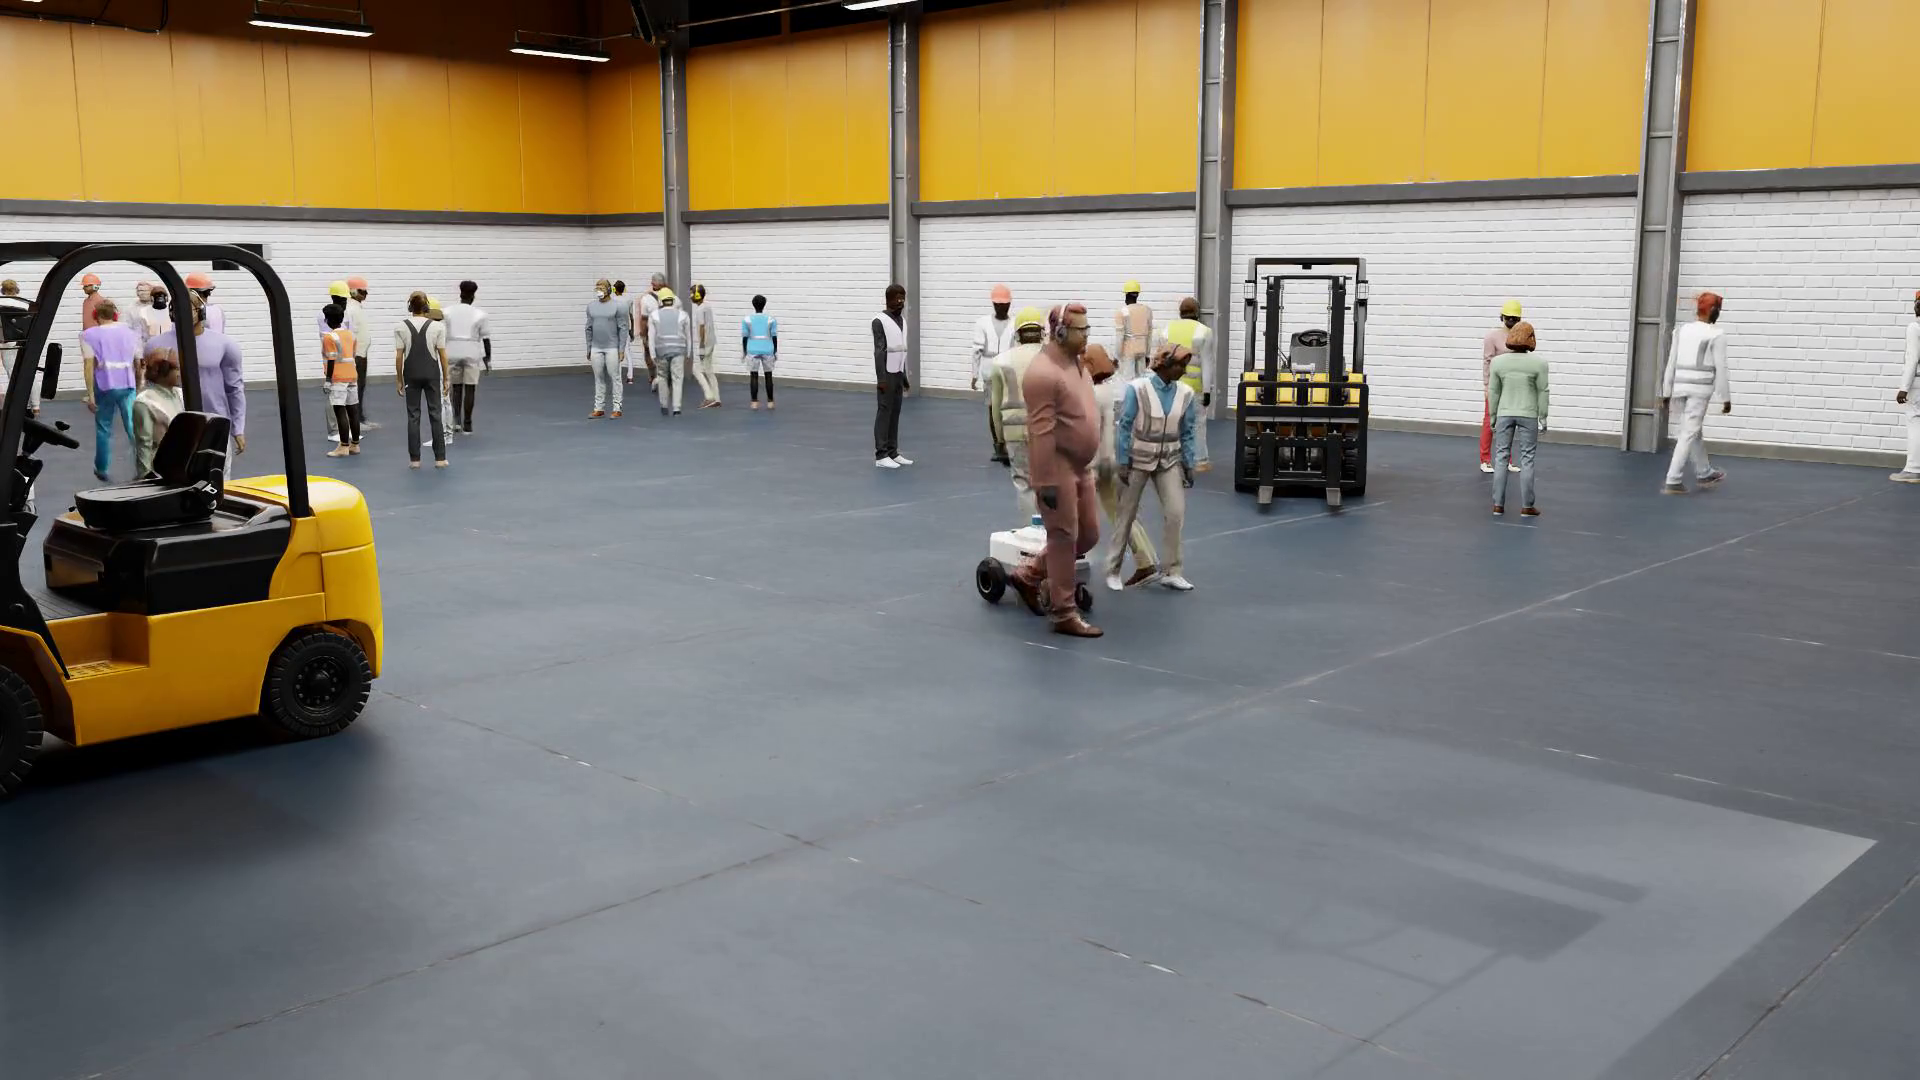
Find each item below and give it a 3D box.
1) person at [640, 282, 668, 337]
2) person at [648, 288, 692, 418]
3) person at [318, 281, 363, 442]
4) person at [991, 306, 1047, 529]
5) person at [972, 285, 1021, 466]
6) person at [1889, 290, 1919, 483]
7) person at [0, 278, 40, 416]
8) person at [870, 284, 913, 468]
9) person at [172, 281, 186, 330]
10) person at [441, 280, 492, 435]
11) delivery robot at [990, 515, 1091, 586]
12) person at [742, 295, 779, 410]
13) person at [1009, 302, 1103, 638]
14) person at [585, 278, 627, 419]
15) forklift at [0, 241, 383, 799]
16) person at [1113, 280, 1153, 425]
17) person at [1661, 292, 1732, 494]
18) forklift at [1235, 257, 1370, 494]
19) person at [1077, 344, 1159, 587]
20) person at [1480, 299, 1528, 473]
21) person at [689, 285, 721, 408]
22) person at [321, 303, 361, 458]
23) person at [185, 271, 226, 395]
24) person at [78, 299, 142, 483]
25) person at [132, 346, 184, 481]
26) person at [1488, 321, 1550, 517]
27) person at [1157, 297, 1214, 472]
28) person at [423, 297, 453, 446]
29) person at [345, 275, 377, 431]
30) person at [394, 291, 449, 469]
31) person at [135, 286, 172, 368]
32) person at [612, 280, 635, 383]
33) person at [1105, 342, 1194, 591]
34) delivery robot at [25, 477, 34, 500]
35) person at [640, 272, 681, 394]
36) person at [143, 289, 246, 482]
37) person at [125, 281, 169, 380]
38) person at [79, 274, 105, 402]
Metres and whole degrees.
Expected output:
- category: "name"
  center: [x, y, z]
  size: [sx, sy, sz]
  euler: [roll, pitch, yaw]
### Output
- category: "person"
  center: [-5.474, -3.734, 29.965]
  size: [0.705, 1.866, 0.442]
  euler: [5, 11, 29]
- category: "person"
  center: [-4.069, -2.629, 23.358]
  size: [0.598, 1.796, 0.796]
  euler: [-2, 9, -10]
- category: "person"
  center: [-7.441, -2.143, 20.005]
  size: [0.378, 1.922, 0.594]
  euler: [2, 10, 14]
- category: "person"
  center: [0.510, -0.766, 11.914]
  size: [0.590, 1.806, 0.543]
  euler: [-1, 9, -5]
- category: "person"
  center: [0.413, -1.740, 17.635]
  size: [0.554, 1.895, 0.858]
  euler: [2, 9, 9]
- category: "person"
  center: [9.353, -1.497, 16.170]
  size: [0.583, 1.882, 0.337]
  euler: [-4, 10, -25]
- category: "person"
  center: [-13.211, -2.683, 23.289]
  size: [0.373, 1.936, 0.627]
  euler: [6, 11, 34]
- category: "person"
  center: [-0.727, -1.722, 17.461]
  size: [0.392, 1.914, 0.588]
  euler: [4, 10, 23]
- category: "person"
  center: [-8.376, -1.844, 18.131]
  size: [0.375, 1.939, 0.546]
  euler: [-5, 10, -27]
- category: "person"
  center: [-6.212, -2.292, 20.882]
  size: [0.654, 1.936, 0.549]
  euler: [-1, 9, -4]
- category: "delivery robot"
  center: [0.491, 0.089, 10.222]
  size: [0.477, 0.478, 0.707]
  euler: [-6, 11, -31]
- category: "person"
  center: [-2.931, -2.749, 24.425]
  size: [0.540, 1.694, 0.317]
  euler: [-1, 9, -9]
- category: "person"
  center: [0.550, -0.399, 9.413]
  size: [0.556, 1.889, 0.651]
  euler: [5, 10, 27]
- category: "person"
  center: [-4.891, -2.634, 22.974]
  size: [0.629, 1.940, 0.373]
  euler: [3, 10, 17]
- category: "forklift"
  center: [-3.706, -0.171, 7.093]
  size: [1.214, 2.155, 2.313]
  euler: [9, 13, 43]
- category: "person"
  center: [2.280, -2.476, 22.038]
  size: [0.584, 1.929, 0.371]
  euler: [-5, 11, -30]
- category: "person"
  center: [6.905, -1.349, 15.377]
  size: [0.932, 1.845, 0.592]
  euler: [-4, 10, -21]
- category: "forklift"
  center: [3.309, -1.629, 16.029]
  size: [1.214, 2.155, 2.313]
  euler: [2, 9, 11]
- category: "person"
  center: [0.910, -0.481, 10.836]
  size: [0.855, 1.591, 0.515]
  euler: [4, 10, 22]
- category: "person"
  center: [5.554, -1.558, 16.921]
  size: [0.523, 1.763, 0.329]
  euler: [-3, 10, -16]
- category: "person"
  center: [-3.809, -2.878, 24.809]
  size: [0.441, 1.839, 0.533]
  euler: [1, 9, 3]
- category: "person"
  center: [-6.827, -1.751, 18.316]
  size: [0.320, 1.692, 0.532]
  euler: [2, 9, 10]
- category: "person"
  center: [-8.011, -1.819, 17.647]
  size: [0.365, 2.048, 0.605]
  euler: [0, 9, 3]
- category: "person"
  center: [-8.153, -1.418, 16.037]
  size: [1.038, 1.784, 0.597]
  euler: [8, 12, 41]
- category: "person"
  center: [-4.882, -0.375, 10.137]
  size: [0.700, 1.609, 0.521]
  euler: [1, 9, 6]
- category: "person"
  center: [4.679, -1.010, 13.949]
  size: [0.498, 1.633, 0.285]
  euler: [6, 11, 32]
- category: "person"
  center: [2.239, -1.537, 16.710]
  size: [0.643, 1.800, 0.958]
  euler: [6, 11, 33]
- category: "person"
  center: [-6.177, -1.975, 19.529]
  size: [0.297, 1.745, 0.484]
  euler: [1, 9, 4]
- category: "person"
  center: [-7.723, -2.400, 21.375]
  size: [0.401, 1.990, 0.622]
  euler: [-1, 9, -9]
- category: "person"
  center: [-5.564, -1.649, 17.221]
  size: [0.514, 1.843, 0.327]
  euler: [-2, 10, -14]
- category: "person"
  center: [-10.592, -2.443, 22.090]
  size: [0.632, 1.846, 0.429]
  euler: [-4, 10, -23]
- category: "person"
  center: [-6.127, -3.748, 30.018]
  size: [0.532, 1.869, 0.311]
  euler: [-7, 12, -37]
- category: "person"
  center: [1.237, -0.460, 10.643]
  size: [0.546, 1.605, 0.573]
  euler: [-4, 10, -21]
- category: "delivery robot"
  center: [-7.814, -0.427, 13.388]
  size: [0.477, 0.478, 0.707]
  euler: [1, 9, 6]
- category: "person"
  center: [-4.930, -3.400, 27.360]
  size: [0.689, 2.000, 0.544]
  euler: [-4, 10, -23]
- category: "person"
  center: [-5.233, -0.748, 11.412]
  size: [0.633, 1.938, 0.356]
  euler: [-2, 10, -14]
- category: "person"
  center: [-11.764, -2.799, 24.120]
  size: [0.678, 1.890, 0.461]
  euler: [0, 9, -2]
- category: "person"
  center: [-13.423, -3.129, 25.835]
  size: [0.611, 1.995, 0.375]
  euler: [5, 11, 30]
